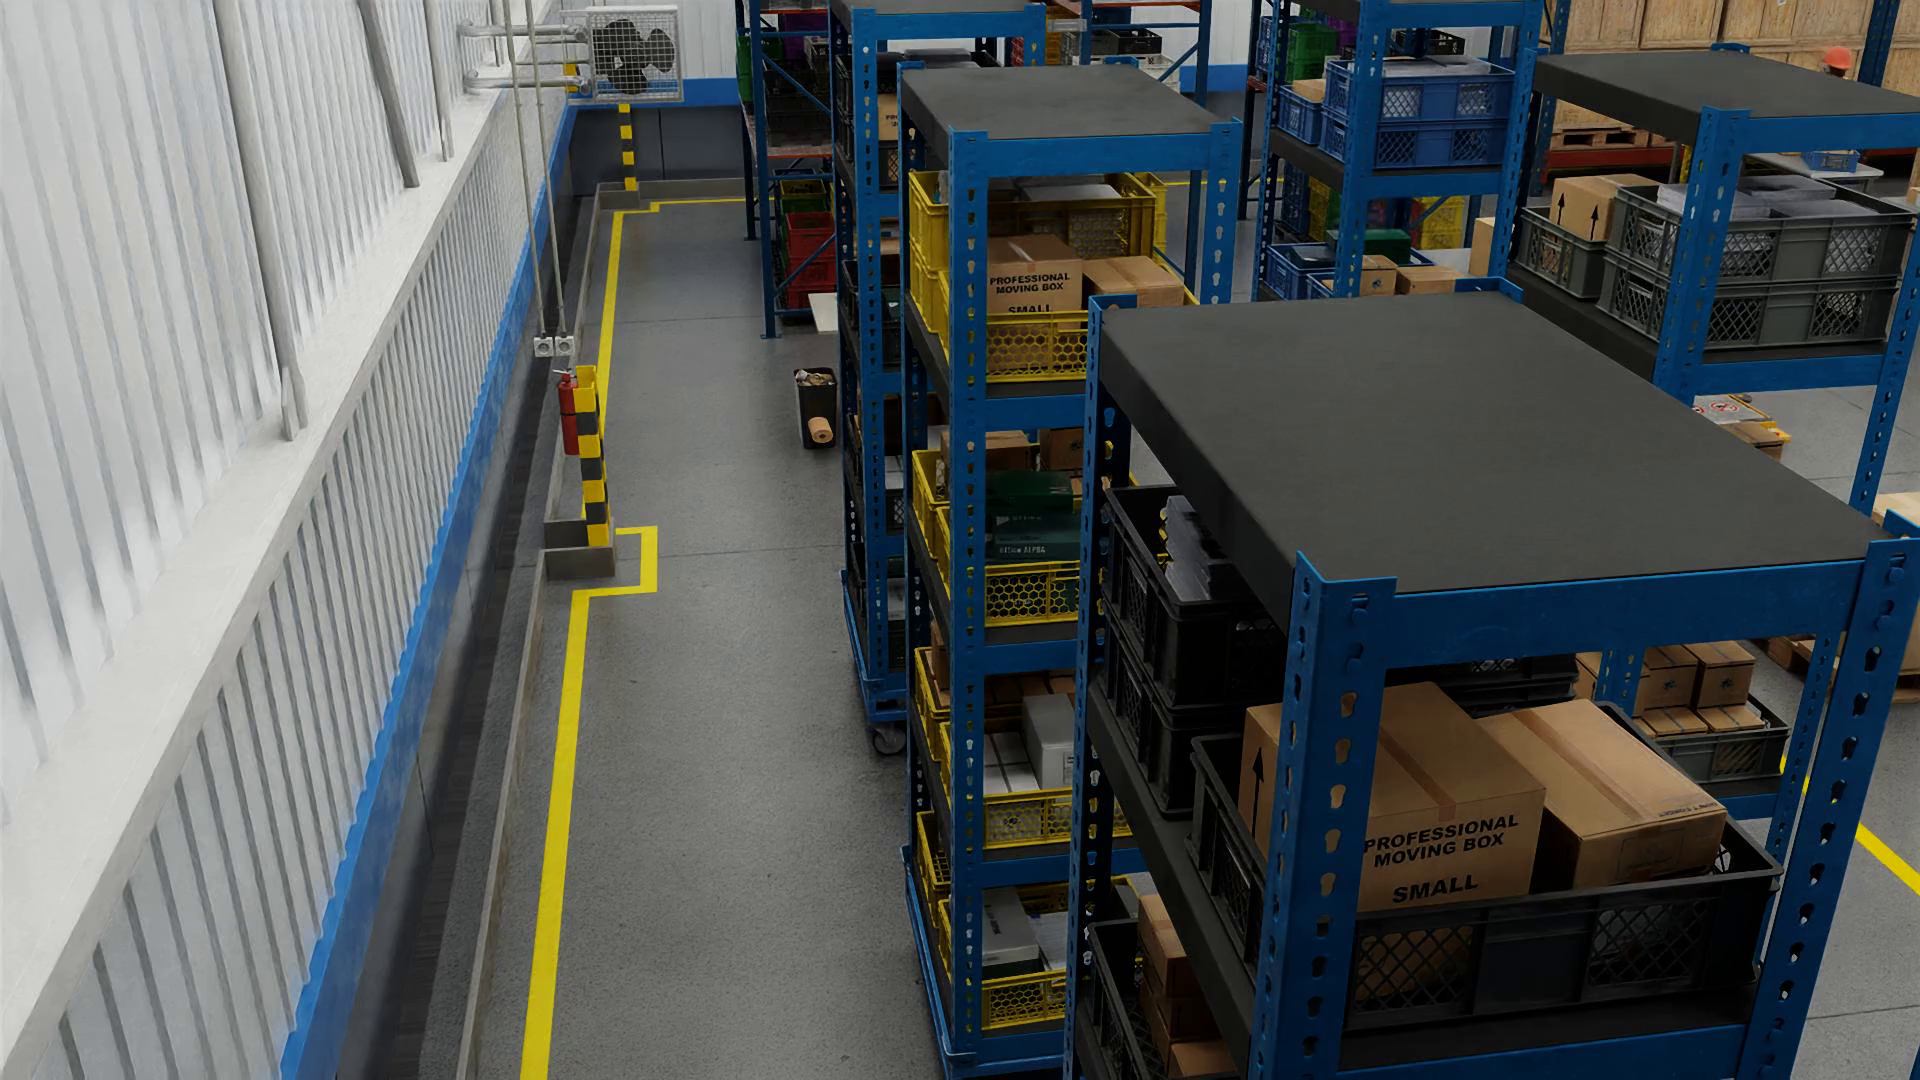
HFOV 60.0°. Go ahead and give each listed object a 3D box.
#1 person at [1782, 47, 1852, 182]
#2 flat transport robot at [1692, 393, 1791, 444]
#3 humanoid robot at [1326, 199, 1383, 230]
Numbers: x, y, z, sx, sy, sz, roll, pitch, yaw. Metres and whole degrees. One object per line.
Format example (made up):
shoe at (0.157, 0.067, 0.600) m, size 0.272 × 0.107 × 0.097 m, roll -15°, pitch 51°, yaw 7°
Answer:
person at (8.964, -4.179, 17.397) m, size 0.643 × 1.924 × 1.098 m, roll -1°, pitch 25°, yaw -3°
flat transport robot at (5.224, -0.859, 12.132) m, size 1.431 × 0.197 × 0.652 m, roll -4°, pitch 25°, yaw -8°
humanoid robot at (3.425, -2.683, 14.477) m, size 0.719 × 1.624 × 0.561 m, roll 12°, pitch 27°, yaw 24°
